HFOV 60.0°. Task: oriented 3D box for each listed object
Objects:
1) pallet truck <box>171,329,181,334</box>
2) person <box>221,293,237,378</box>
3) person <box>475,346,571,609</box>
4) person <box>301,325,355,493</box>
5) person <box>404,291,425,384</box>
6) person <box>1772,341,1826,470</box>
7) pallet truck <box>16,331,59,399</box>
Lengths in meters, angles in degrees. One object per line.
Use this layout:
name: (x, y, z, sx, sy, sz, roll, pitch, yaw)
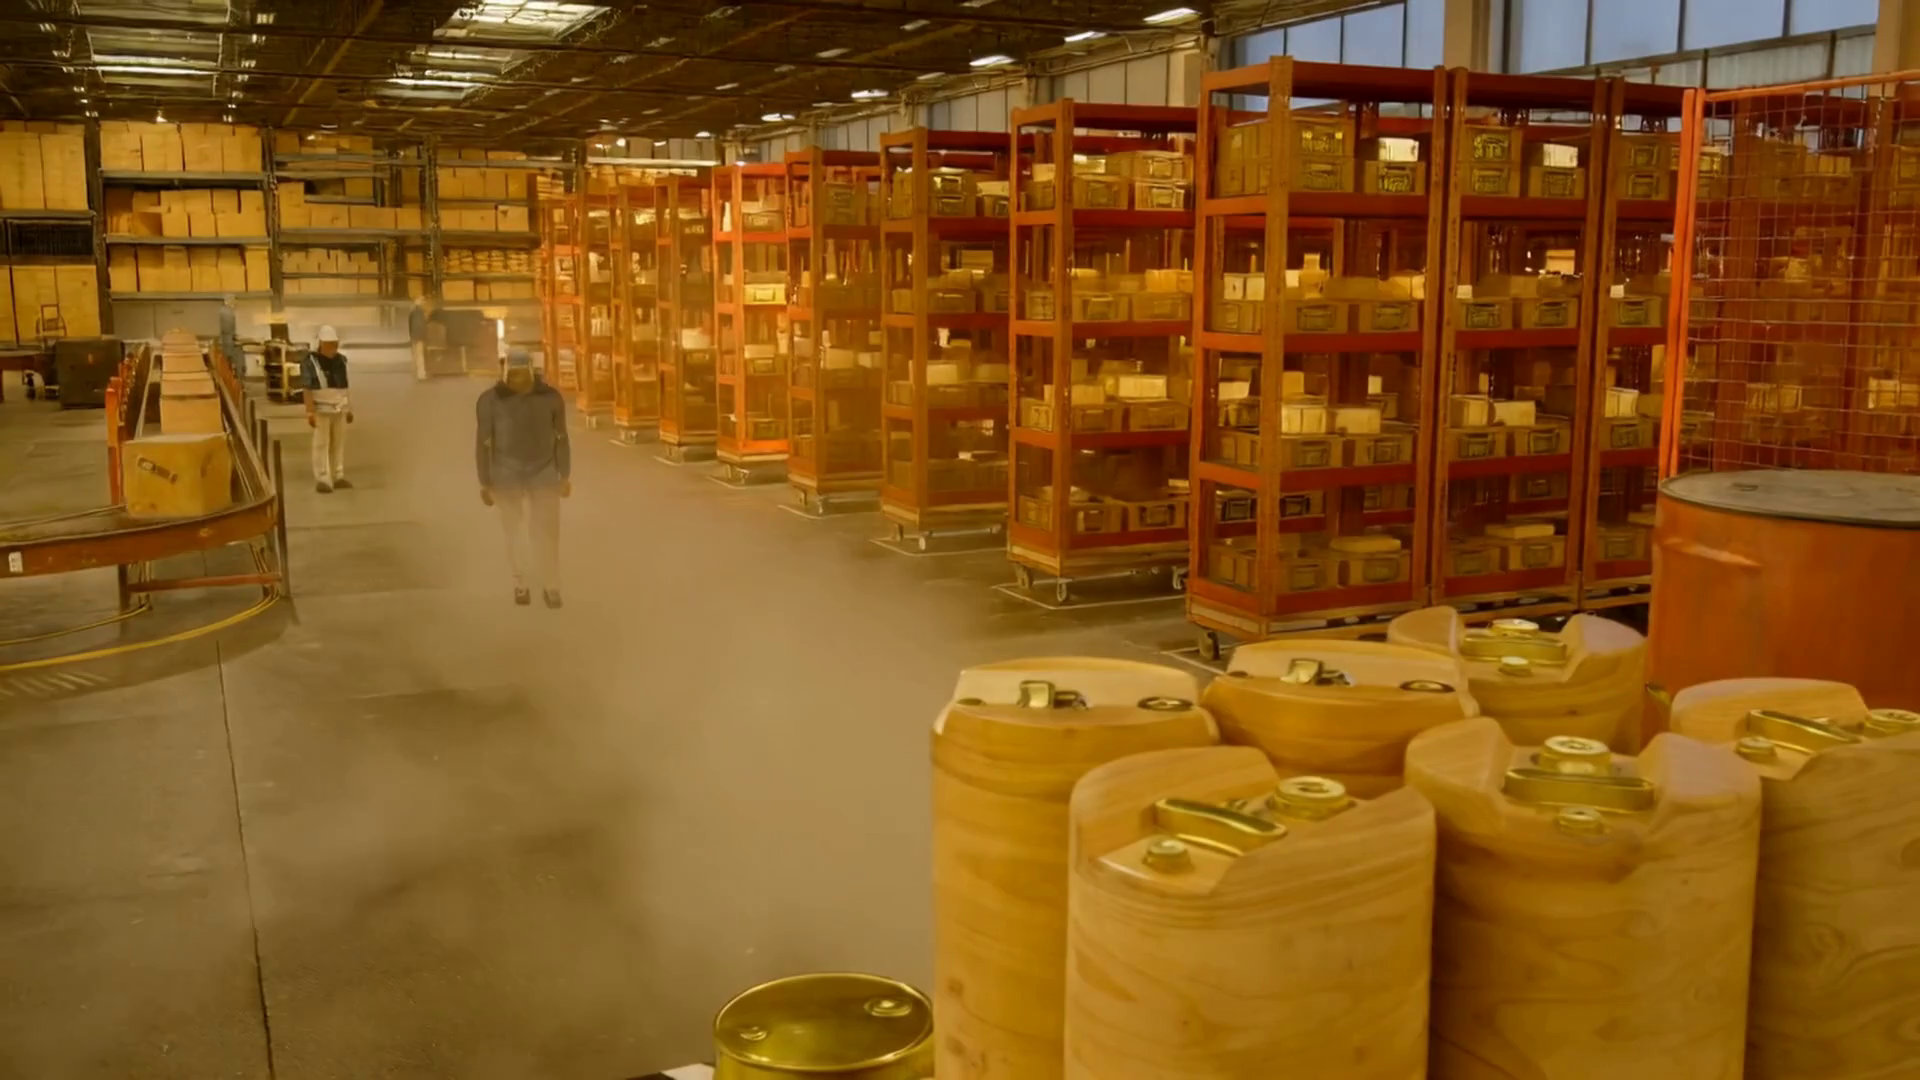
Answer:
pallet truck: (-17.275, -3.851, 35.096, 1.601, 1.201, 0.680, 0, 9, 1)
person: (-16.491, -4.608, 37.589, 0.352, 1.937, 0.635, -4, 10, -21)
person: (-3.101, -0.436, 11.870, 0.671, 1.879, 0.731, -3, 10, -20)
person: (-6.929, -1.446, 18.294, 0.404, 1.835, 0.588, 5, 10, 29)
person: (-11.766, -4.373, 35.959, 0.395, 1.991, 0.637, -2, 9, -11)
person: (7.100, -0.779, 14.167, 0.613, 1.823, 0.619, -7, 11, -35)
pallet truck: (-17.082, -3.353, 31.781, 1.630, 1.274, 0.653, -4, 10, -25)
